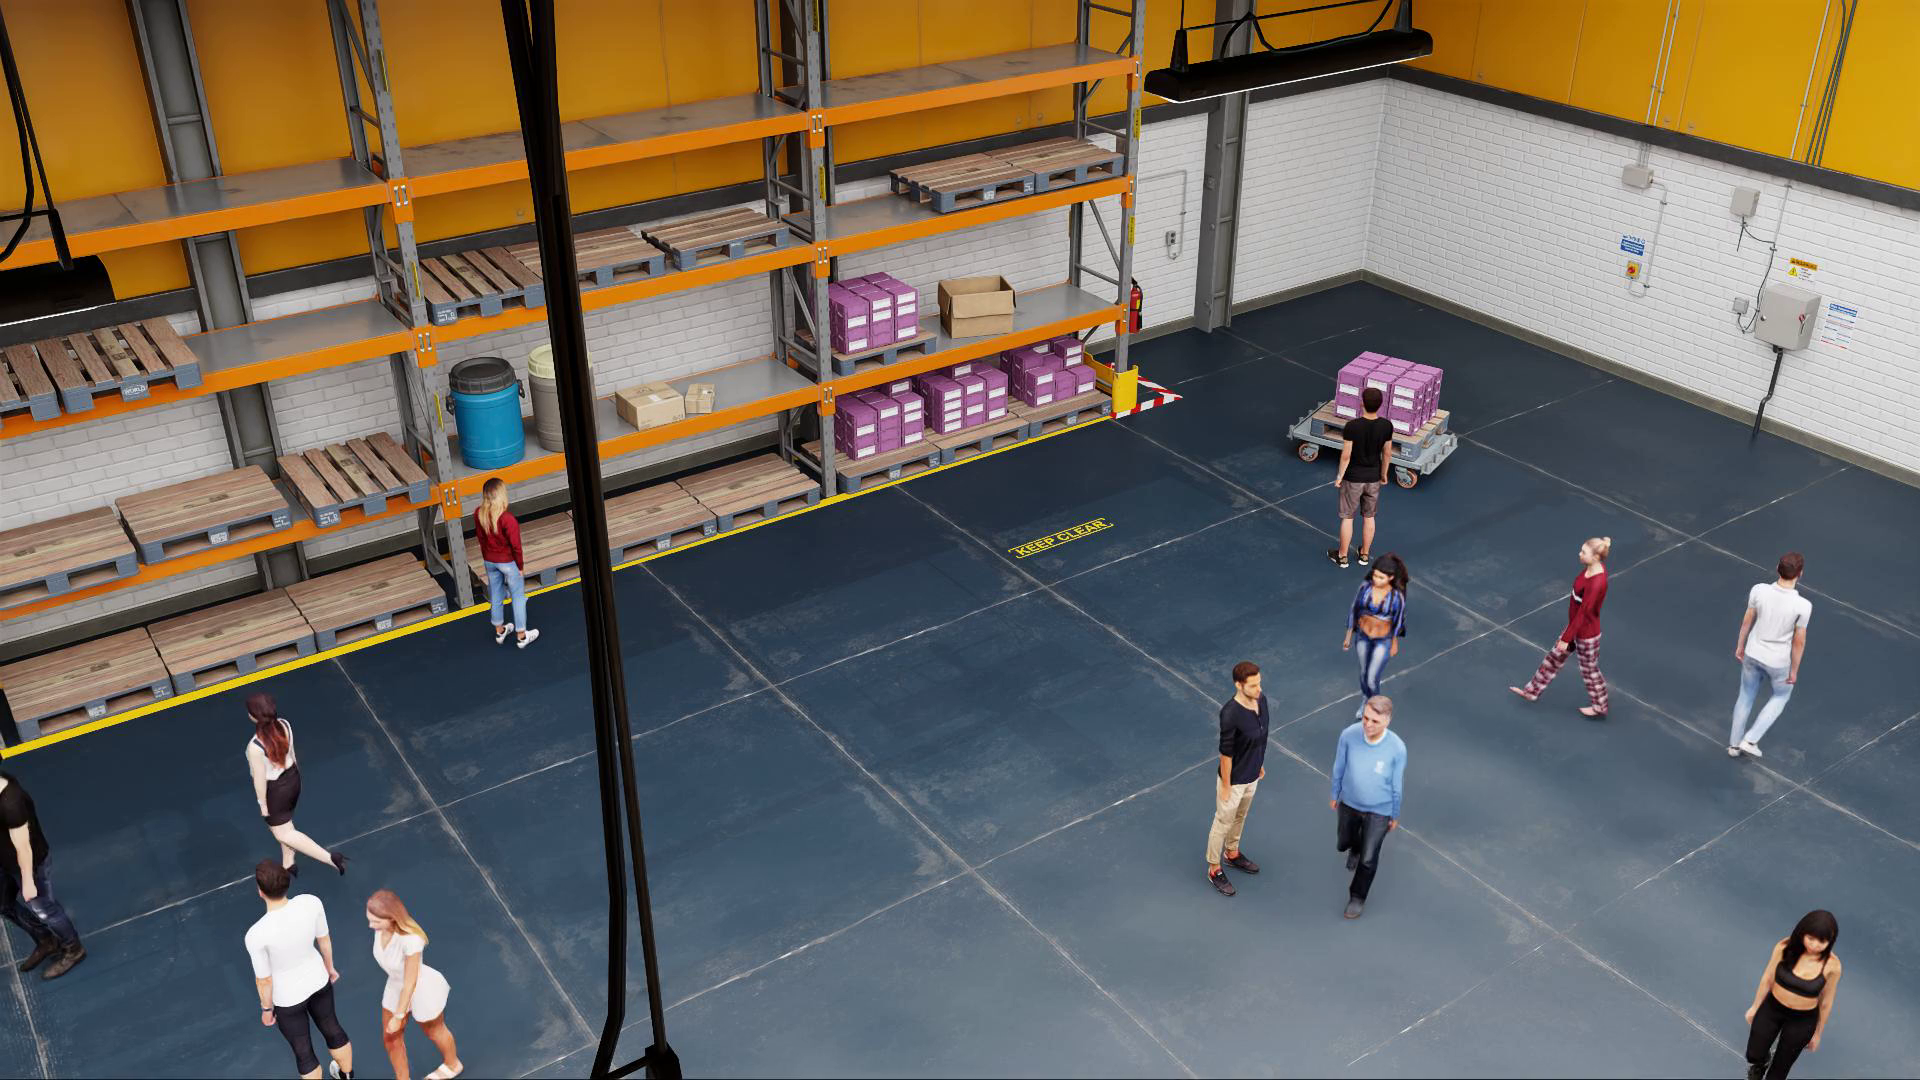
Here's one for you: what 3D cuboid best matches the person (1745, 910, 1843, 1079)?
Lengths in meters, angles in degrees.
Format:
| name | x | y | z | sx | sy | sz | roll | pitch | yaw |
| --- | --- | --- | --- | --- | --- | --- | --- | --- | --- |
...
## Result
| name | x | y | z | sx | sy | sz | roll | pitch | yaw |
| --- | --- | --- | --- | --- | --- | --- | --- | --- | --- |
| person | 4.988 | 2.812 | 9.989 | 0.712 | 1.638 | 0.831 | 19 | 34 | 30 |

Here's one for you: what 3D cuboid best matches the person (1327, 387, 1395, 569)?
| name | x | y | z | sx | sy | sz | roll | pitch | yaw |
| --- | --- | --- | --- | --- | --- | --- | --- | --- | --- |
| person | 3.870 | -0.608 | 16.026 | 0.690 | 1.862 | 0.831 | -4 | 29 | -7 |

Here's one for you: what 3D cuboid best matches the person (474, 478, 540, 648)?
| name | x | y | z | sx | sy | sz | roll | pitch | yaw |
| --- | --- | --- | --- | --- | --- | --- | --- | --- | --- |
| person | -4.072 | 0.192 | 14.799 | 0.668 | 1.632 | 0.699 | 9 | 30 | 16 |

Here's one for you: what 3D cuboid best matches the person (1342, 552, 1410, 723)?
| name | x | y | z | sx | sy | sz | roll | pitch | yaw |
| --- | --- | --- | --- | --- | --- | --- | --- | --- | --- |
| person | 3.449 | 0.796 | 13.718 | 0.703 | 1.606 | 0.712 | 22 | 36 | 35 |

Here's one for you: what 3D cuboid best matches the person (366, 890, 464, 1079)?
| name | x | y | z | sx | sy | sz | roll | pitch | yaw |
| --- | --- | --- | --- | --- | --- | --- | --- | --- | --- |
| person | -3.250 | 2.712 | 10.144 | 0.718 | 1.665 | 0.867 | 20 | 34 | 32 |

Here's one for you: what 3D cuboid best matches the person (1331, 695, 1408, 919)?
| name | x | y | z | sx | sy | sz | roll | pitch | yaw |
| --- | --- | --- | --- | --- | --- | --- | --- | --- | --- |
| person | 2.896 | 1.798 | 11.681 | 0.848 | 1.799 | 0.983 | 17 | 33 | 28 |

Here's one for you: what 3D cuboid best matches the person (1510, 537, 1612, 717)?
| name | x | y | z | sx | sy | sz | roll | pitch | yaw |
| --- | --- | --- | --- | --- | --- | --- | --- | --- | --- |
| person | 5.233 | 0.758 | 13.735 | 1.110 | 1.657 | 1.059 | 5 | 29 | 10 |

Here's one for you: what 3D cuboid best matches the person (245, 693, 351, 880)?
| name | x | y | z | sx | sy | sz | roll | pitch | yaw |
| --- | --- | --- | --- | --- | --- | --- | --- | --- | --- |
| person | -4.764 | 1.815 | 11.825 | 0.960 | 1.630 | 0.942 | 8 | 30 | 14 |

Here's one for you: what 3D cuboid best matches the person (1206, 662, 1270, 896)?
| name | x | y | z | sx | sy | sz | roll | pitch | yaw |
| --- | --- | --- | --- | --- | --- | --- | --- | --- | --- |
| person | 1.986 | 1.655 | 11.879 | 0.740 | 1.859 | 0.541 | 23 | 36 | 36 |

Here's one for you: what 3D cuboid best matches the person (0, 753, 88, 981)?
| name | x | y | z | sx | sy | sz | roll | pitch | yaw |
| --- | --- | --- | --- | --- | --- | --- | --- | --- | --- |
| person | -6.145 | 2.088 | 11.063 | 0.789 | 1.881 | 0.748 | 22 | 35 | 34 |

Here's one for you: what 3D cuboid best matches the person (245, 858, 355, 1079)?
| name | x | y | z | sx | sy | sz | roll | pitch | yaw |
| --- | --- | --- | --- | --- | --- | --- | --- | --- | --- |
| person | -3.971 | 2.682 | 10.005 | 0.792 | 1.851 | 0.621 | 18 | 34 | 30 |

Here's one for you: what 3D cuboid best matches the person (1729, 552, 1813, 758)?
| name | x | y | z | sx | sy | sz | roll | pitch | yaw |
| --- | --- | --- | --- | --- | --- | --- | --- | --- | --- |
| person | 6.357 | 0.972 | 13.153 | 0.717 | 1.838 | 0.715 | -24 | 36 | -36 |
